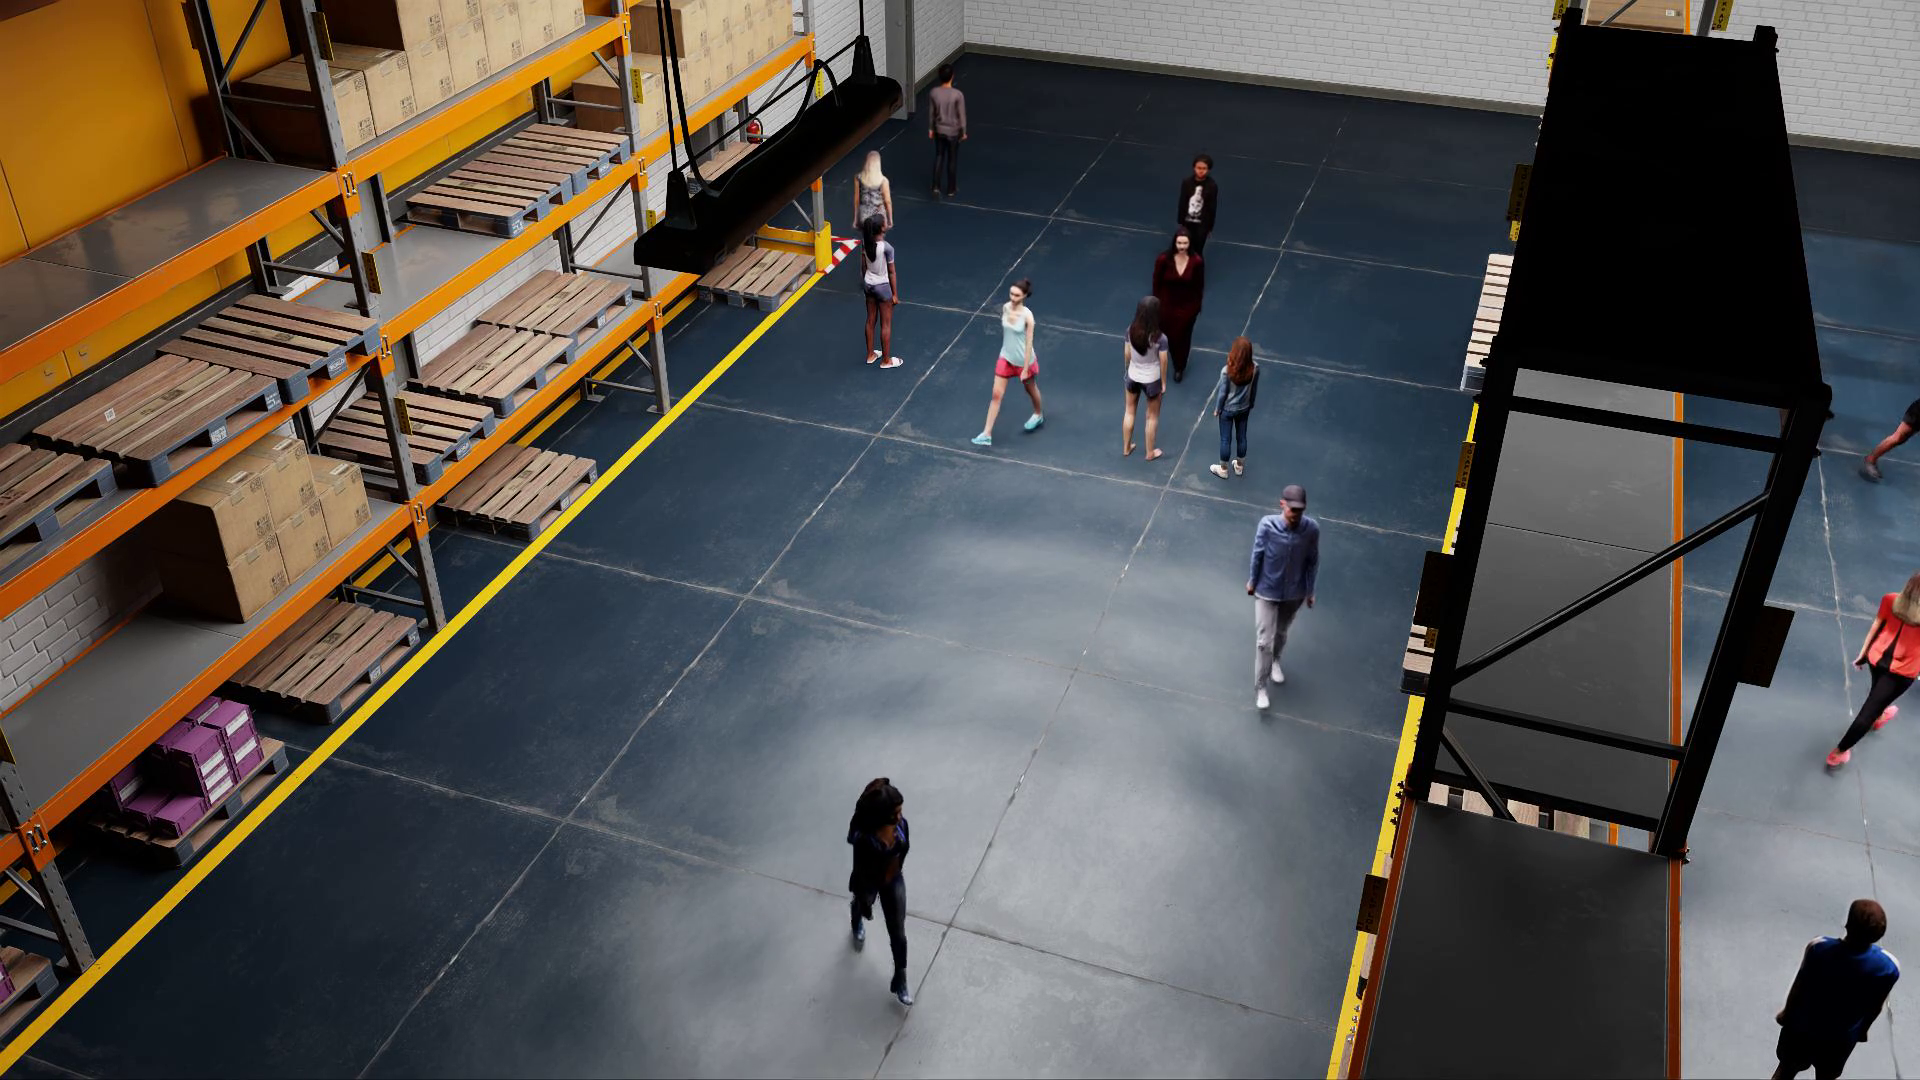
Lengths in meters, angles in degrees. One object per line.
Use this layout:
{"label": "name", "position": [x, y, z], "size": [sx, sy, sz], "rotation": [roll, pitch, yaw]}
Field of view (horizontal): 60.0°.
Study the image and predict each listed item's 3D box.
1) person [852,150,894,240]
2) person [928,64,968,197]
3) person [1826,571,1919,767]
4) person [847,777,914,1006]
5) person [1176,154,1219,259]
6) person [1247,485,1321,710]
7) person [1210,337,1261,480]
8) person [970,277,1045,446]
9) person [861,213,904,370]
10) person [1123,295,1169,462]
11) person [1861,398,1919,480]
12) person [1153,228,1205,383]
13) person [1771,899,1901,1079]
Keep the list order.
{"label": "person", "position": [-1.045, -3.628, 19.220], "size": [0.651, 1.680, 0.801], "rotation": [8, 34, 12]}
{"label": "person", "position": [-0.197, -5.301, 21.664], "size": [0.724, 1.762, 0.648], "rotation": [11, 35, 17]}
{"label": "person", "position": [6.836, 0.988, 12.315], "size": [1.213, 1.637, 1.070], "rotation": [-19, 38, -26]}
{"label": "person", "position": [-0.565, 2.150, 10.626], "size": [1.075, 1.572, 1.122], "rotation": [-15, 37, -22]}
{"label": "person", "position": [2.753, -3.721, 19.379], "size": [0.612, 1.660, 0.735], "rotation": [10, 35, 14]}
{"label": "person", "position": [2.522, 0.342, 13.084], "size": [0.878, 1.862, 1.075], "rotation": [1, 34, 1]}
{"label": "person", "position": [2.629, -1.269, 15.855], "size": [0.640, 1.477, 0.684], "rotation": [-11, 35, -16]}
{"label": "person", "position": [0.630, -1.760, 16.389], "size": [0.923, 1.704, 1.277], "rotation": [28, 43, 35]}
{"label": "person", "position": [-0.868, -2.673, 17.748], "size": [0.677, 1.721, 0.651], "rotation": [26, 41, 33]}
{"label": "person", "position": [1.782, -1.576, 16.111], "size": [0.628, 1.707, 0.565], "rotation": [17, 37, 24]}
{"label": "person", "position": [8.985, -1.183, 15.533], "size": [1.147, 1.690, 1.229], "rotation": [-14, 36, -20]}
{"label": "person", "position": [2.268, -2.512, 17.492], "size": [0.804, 1.736, 0.898], "rotation": [2, 34, 4]}
{"label": "person", "position": [4.930, 2.740, 9.474], "size": [0.657, 1.865, 0.588], "rotation": [9, 35, 13]}
